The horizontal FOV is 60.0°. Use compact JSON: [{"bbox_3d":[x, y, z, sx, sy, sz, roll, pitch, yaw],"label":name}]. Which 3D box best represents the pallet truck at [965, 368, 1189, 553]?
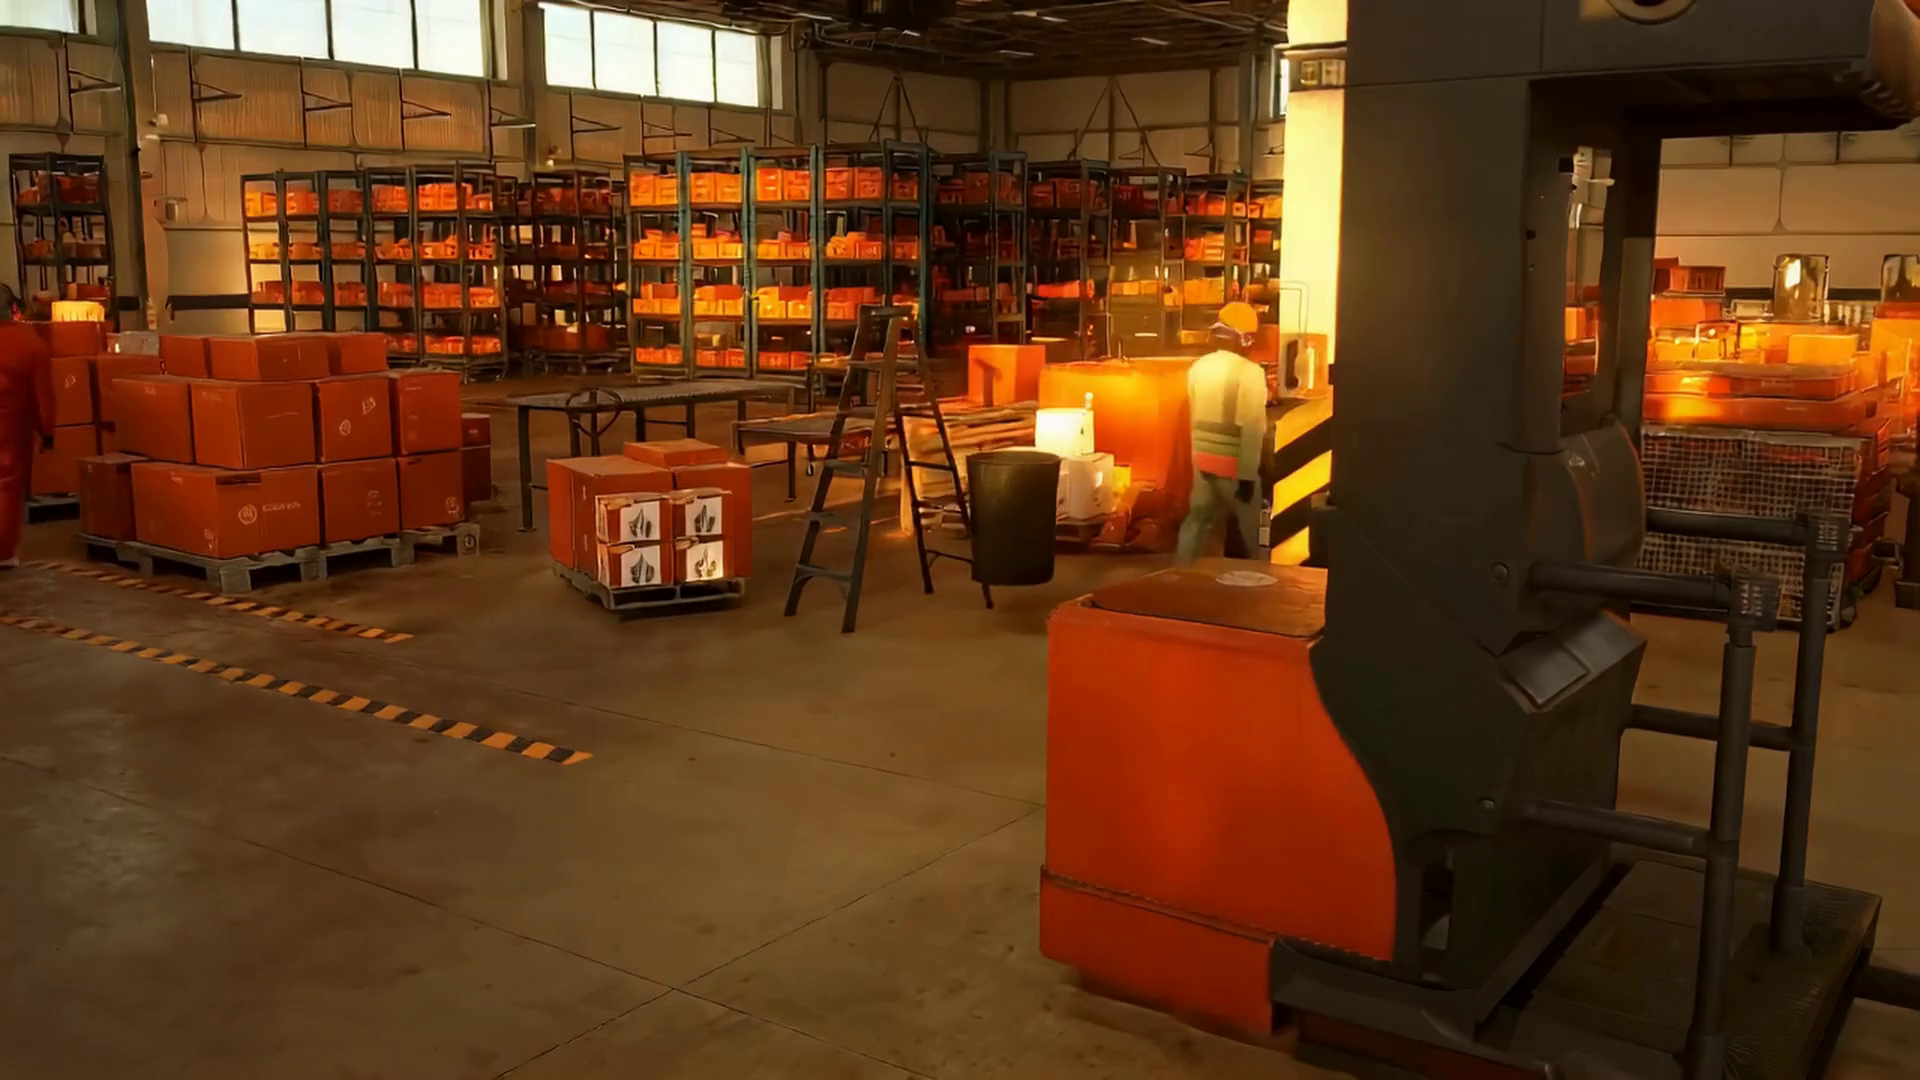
[{"bbox_3d":[0.845,-0.609,11.869,1.630,1.274,0.653,7,12,35],"label":"pallet truck"}]

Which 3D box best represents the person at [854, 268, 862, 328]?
[{"bbox_3d":[-2.083,-4.611,33.487,0.378,2.045,0.605,-1,10,-7],"label":"person"}]

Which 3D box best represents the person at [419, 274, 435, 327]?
[{"bbox_3d":[-11.553,-4.893,36.075,0.358,1.743,0.562,4,11,25],"label":"person"}]

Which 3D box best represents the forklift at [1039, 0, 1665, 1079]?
[{"bbox_3d":[1.249,-0.137,4.360,1.873,2.768,1.129,7,12,35],"label":"forklift"}]

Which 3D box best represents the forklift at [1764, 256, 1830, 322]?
[{"bbox_3d":[20.253,-5.854,40.139,1.157,1.987,2.680,7,12,35],"label":"forklift"}]

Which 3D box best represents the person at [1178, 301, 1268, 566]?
[{"bbox_3d":[1.575,-0.451,9.454,0.927,1.781,0.608,-7,12,-35],"label":"person"}]

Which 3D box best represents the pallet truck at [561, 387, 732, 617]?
[{"bbox_3d":[-1.981,-0.274,10.088,0.680,1.201,1.601,-5,11,-28],"label":"pallet truck"}]

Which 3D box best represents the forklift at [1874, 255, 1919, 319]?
[{"bbox_3d":[22.089,-5.634,38.796,1.157,1.987,2.680,6,11,33],"label":"forklift"}]

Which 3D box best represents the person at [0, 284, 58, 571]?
[{"bbox_3d":[-6.284,-0.734,10.915,0.674,1.868,0.536,-3,10,-19],"label":"person"}]
